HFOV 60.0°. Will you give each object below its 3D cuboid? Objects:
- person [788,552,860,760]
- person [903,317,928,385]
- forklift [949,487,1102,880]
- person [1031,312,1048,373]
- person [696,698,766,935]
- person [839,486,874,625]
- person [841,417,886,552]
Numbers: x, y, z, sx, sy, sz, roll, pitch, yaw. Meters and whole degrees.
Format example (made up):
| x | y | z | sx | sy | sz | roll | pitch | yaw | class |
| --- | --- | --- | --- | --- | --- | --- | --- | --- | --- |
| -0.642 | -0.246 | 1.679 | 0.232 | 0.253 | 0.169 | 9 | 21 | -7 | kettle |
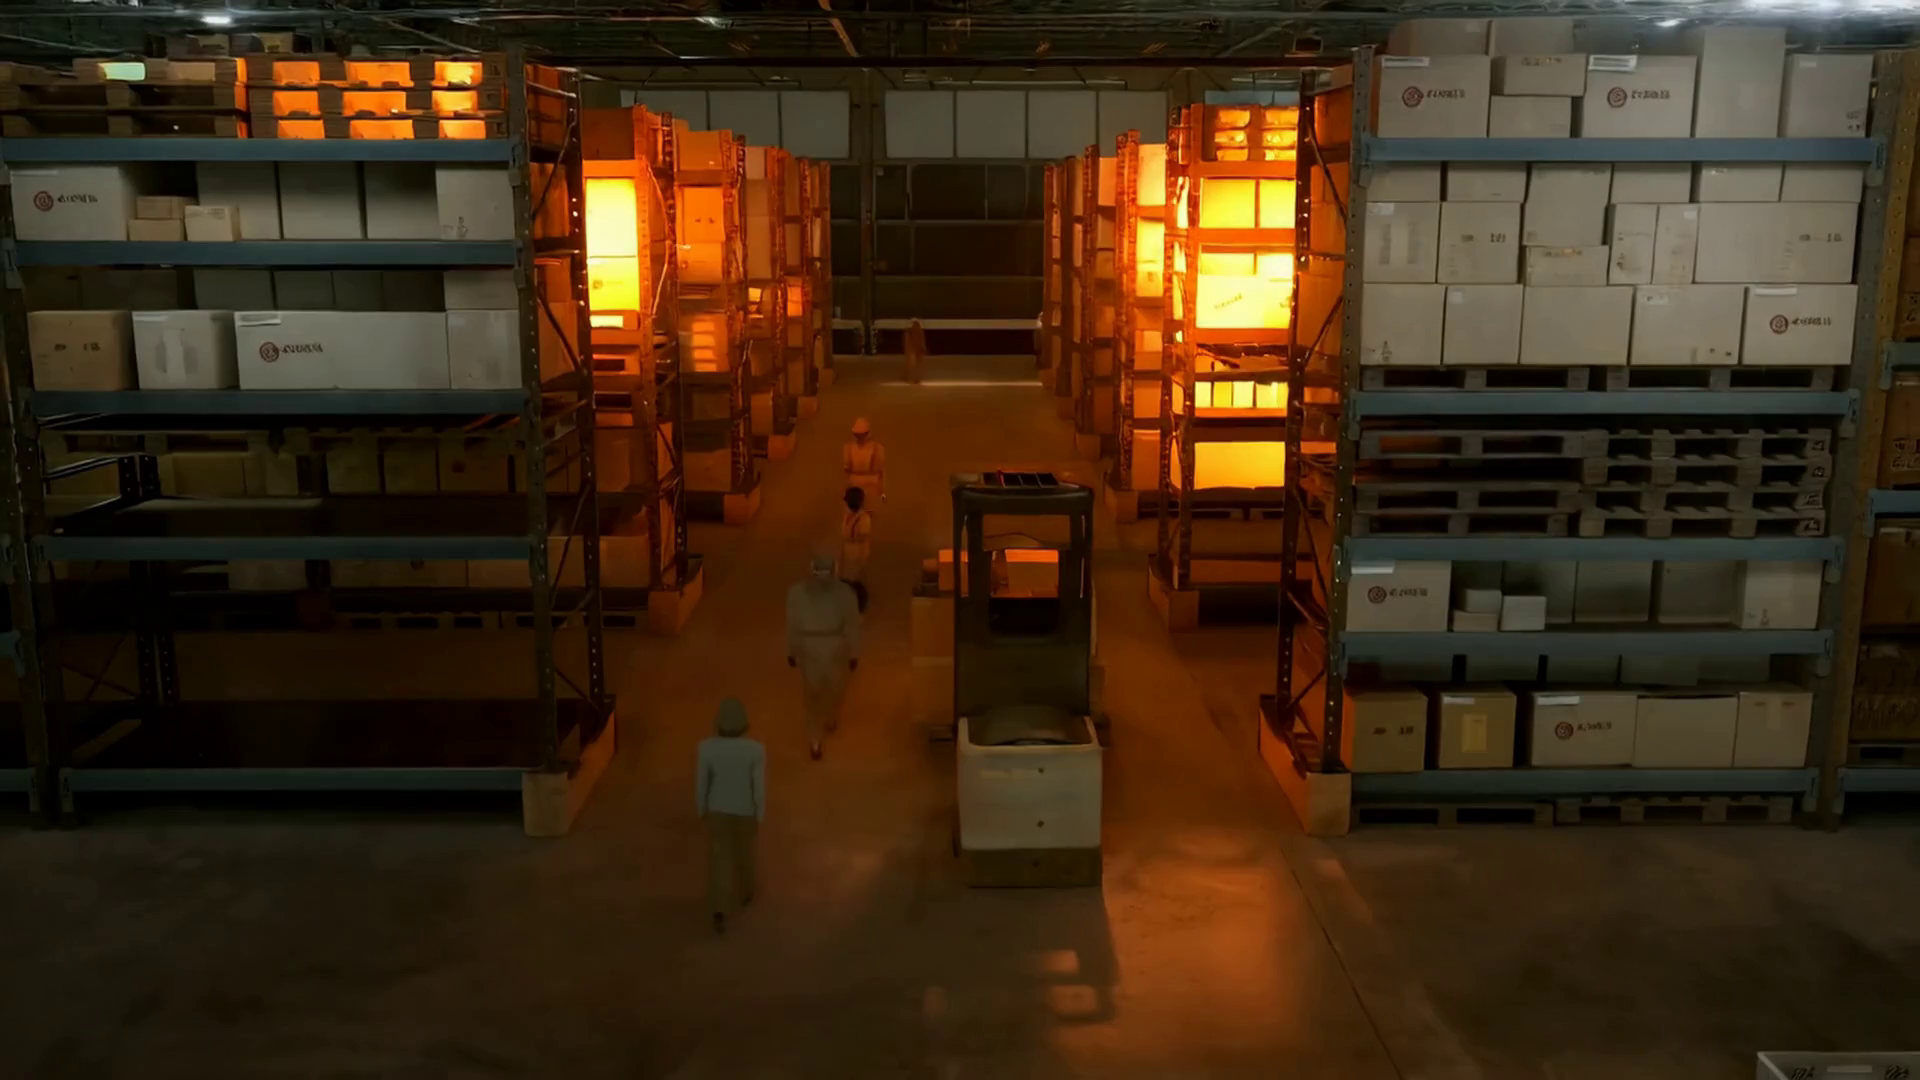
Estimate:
| x | y | z | sx | sy | sz | roll | pitch | yaw | class |
| --- | --- | --- | --- | --- | --- | --- | --- | --- | --- |
| -1.249 | 0.994 | 15.327 | 0.660 | 1.867 | 0.952 | -1 | 11 | -3 | person |
| -1.247 | -5.246 | 46.190 | 0.663 | 1.888 | 0.463 | -8 | 14 | -35 | person |
| 0.495 | 0.986 | 12.813 | 1.129 | 2.768 | 1.873 | 0 | 11 | -2 | forklift |
| 2.429 | -5.869 | 49.461 | 0.586 | 1.800 | 0.911 | 5 | 12 | 23 | person |
| -1.596 | 1.893 | 11.522 | 0.506 | 1.598 | 0.831 | 1 | 11 | 3 | person |
| -1.223 | 0.183 | 19.751 | 0.383 | 1.682 | 0.551 | -7 | 13 | -32 | person |
| -1.387 | -0.720 | 23.406 | 0.635 | 2.018 | 0.638 | 3 | 12 | 16 | person |
